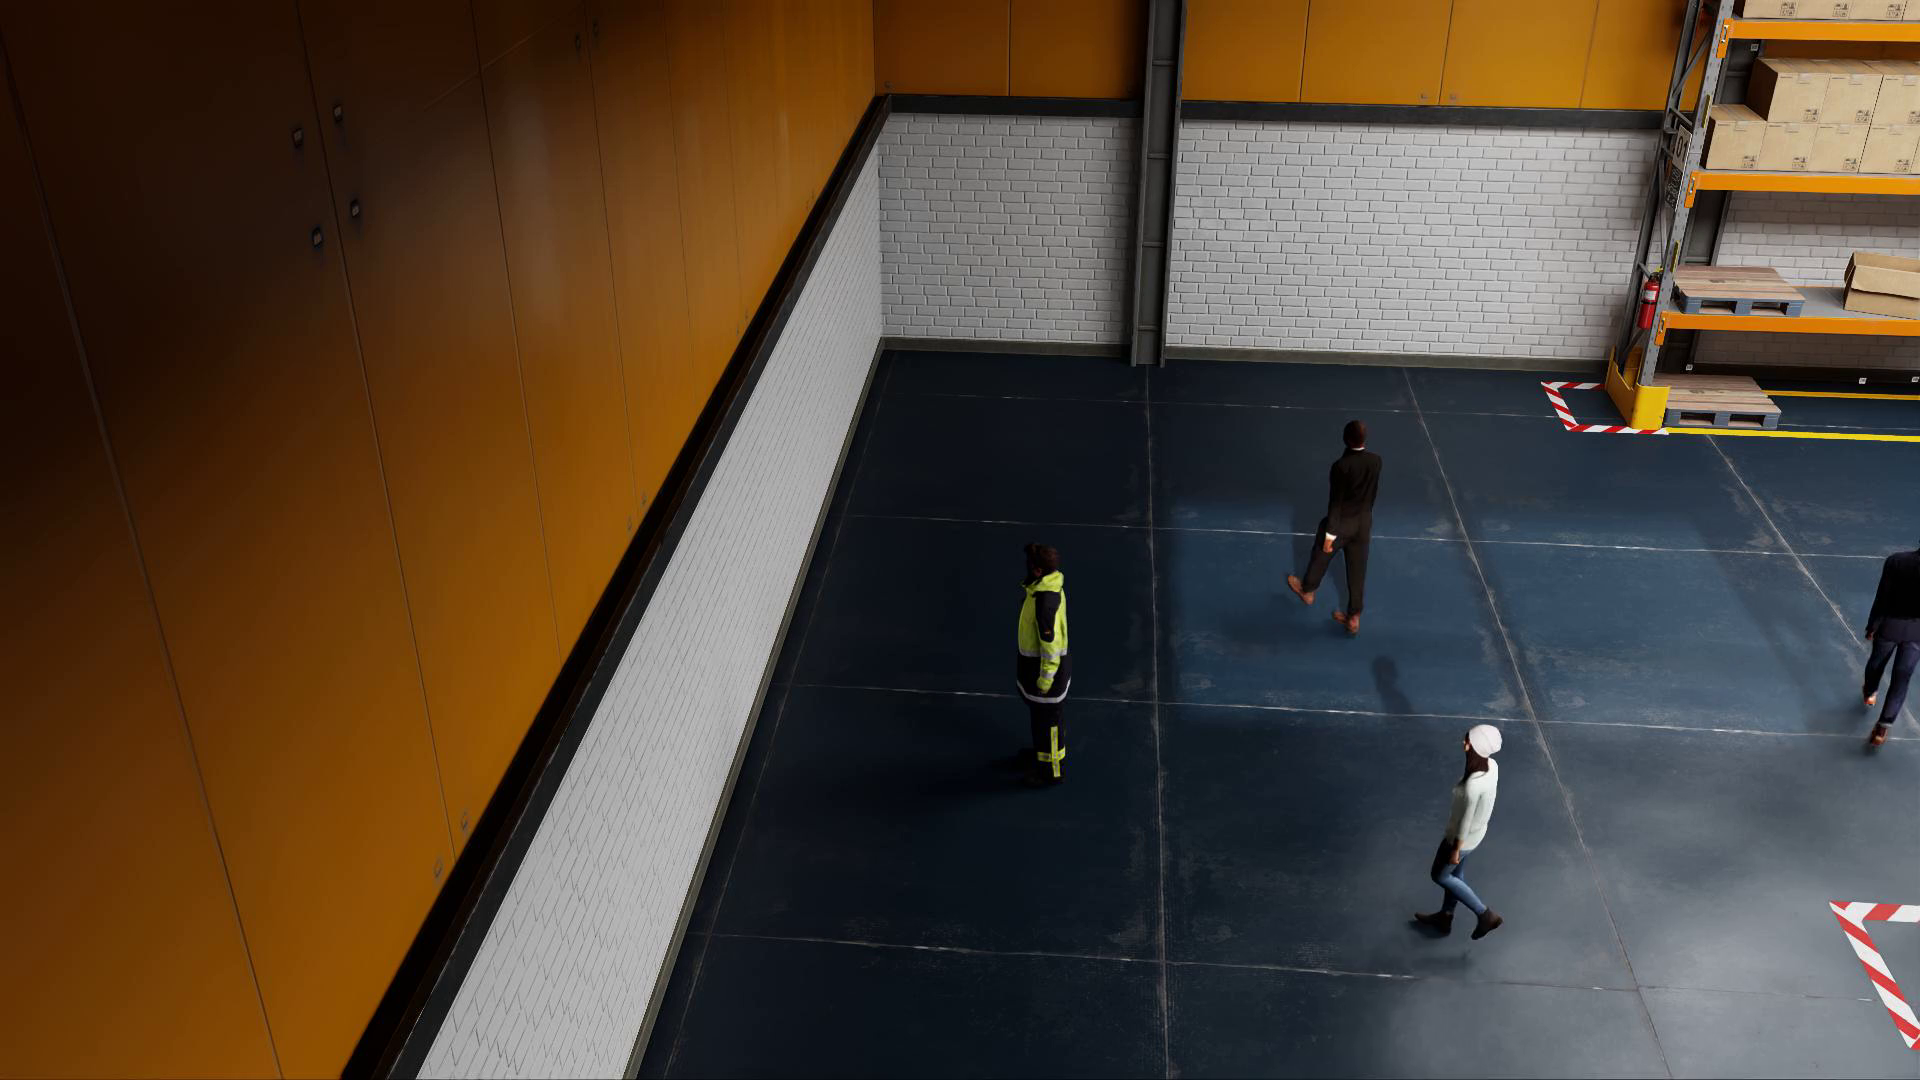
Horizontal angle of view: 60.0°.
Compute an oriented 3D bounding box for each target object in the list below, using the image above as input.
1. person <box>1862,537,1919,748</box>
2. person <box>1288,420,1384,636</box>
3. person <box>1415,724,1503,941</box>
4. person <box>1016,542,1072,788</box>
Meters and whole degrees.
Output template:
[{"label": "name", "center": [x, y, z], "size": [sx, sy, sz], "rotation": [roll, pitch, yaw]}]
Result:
[{"label": "person", "center": [7.159, 0.743, 12.627], "size": [1.243, 1.774, 1.102], "rotation": [15, 32, 25]}, {"label": "person", "center": [3.325, -0.068, 14.015], "size": [1.195, 1.869, 1.131], "rotation": [-12, 31, -21]}, {"label": "person", "center": [3.301, 1.903, 10.643], "size": [0.895, 1.638, 0.777], "rotation": [16, 33, 27]}, {"label": "person", "center": [0.620, 0.896, 12.132], "size": [0.662, 1.979, 0.788], "rotation": [-1, 29, -1]}]
